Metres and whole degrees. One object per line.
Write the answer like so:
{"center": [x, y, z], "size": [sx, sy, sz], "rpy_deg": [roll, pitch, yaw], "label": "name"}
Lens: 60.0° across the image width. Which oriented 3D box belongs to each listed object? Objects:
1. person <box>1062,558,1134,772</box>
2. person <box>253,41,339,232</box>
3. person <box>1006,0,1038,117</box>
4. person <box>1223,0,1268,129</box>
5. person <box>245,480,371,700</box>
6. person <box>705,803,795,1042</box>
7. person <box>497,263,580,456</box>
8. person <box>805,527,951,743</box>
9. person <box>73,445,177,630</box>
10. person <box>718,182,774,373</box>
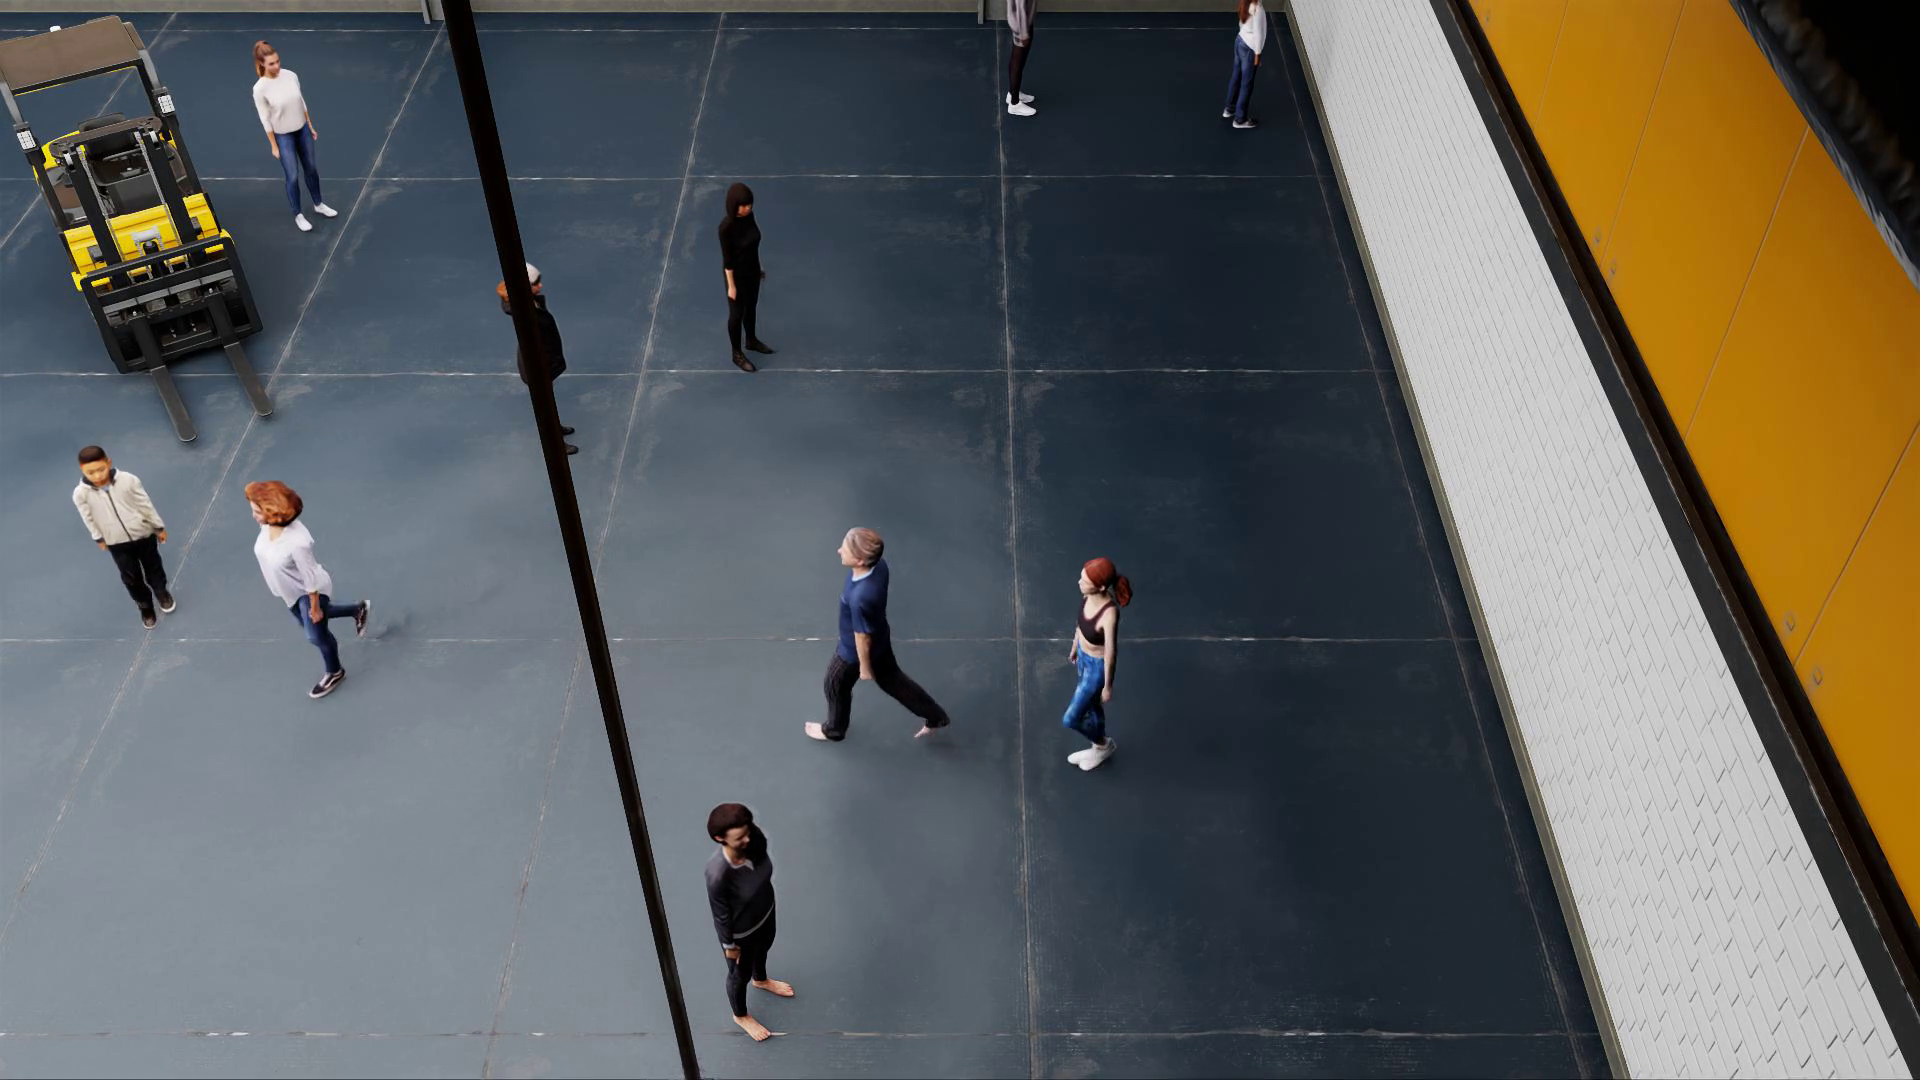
{"center": [0.895, 0.767, 10.061], "size": [0.695, 1.775, 0.650], "rpy_deg": [-10, 45, -11], "label": "person"}
{"center": [-5.898, -3.569, 14.650], "size": [0.708, 1.723, 0.687], "rpy_deg": [26, 50, 25], "label": "person"}
{"center": [0.575, -5.001, 16.117], "size": [0.524, 1.771, 0.605], "rpy_deg": [-1, 44, -1], "label": "person"}
{"center": [2.766, -4.750, 16.009], "size": [0.590, 1.557, 0.595], "rpy_deg": [-12, 45, -13], "label": "person"}
{"center": [-4.131, 0.244, 10.668], "size": [0.963, 1.694, 0.993], "rpy_deg": [30, 51, 28], "label": "person"}
{"center": [-1.142, 1.982, 8.789], "size": [0.661, 1.768, 0.683], "rpy_deg": [17, 46, 17], "label": "person"}
{"center": [-3.144, -1.357, 12.390], "size": [0.670, 1.636, 0.683], "rpy_deg": [-8, 44, -9], "label": "person"}
{"center": [-0.488, 0.636, 10.156], "size": [1.218, 1.833, 0.815], "rpy_deg": [8, 44, 8], "label": "person"}
{"center": [-5.621, -0.098, 11.209], "size": [0.695, 1.444, 0.773], "rpy_deg": [-25, 49, -24], "label": "person"}
{"center": [-1.737, -2.117, 13.185], "size": [0.661, 1.640, 0.656], "rpy_deg": [22, 48, 21], "label": "person"}
